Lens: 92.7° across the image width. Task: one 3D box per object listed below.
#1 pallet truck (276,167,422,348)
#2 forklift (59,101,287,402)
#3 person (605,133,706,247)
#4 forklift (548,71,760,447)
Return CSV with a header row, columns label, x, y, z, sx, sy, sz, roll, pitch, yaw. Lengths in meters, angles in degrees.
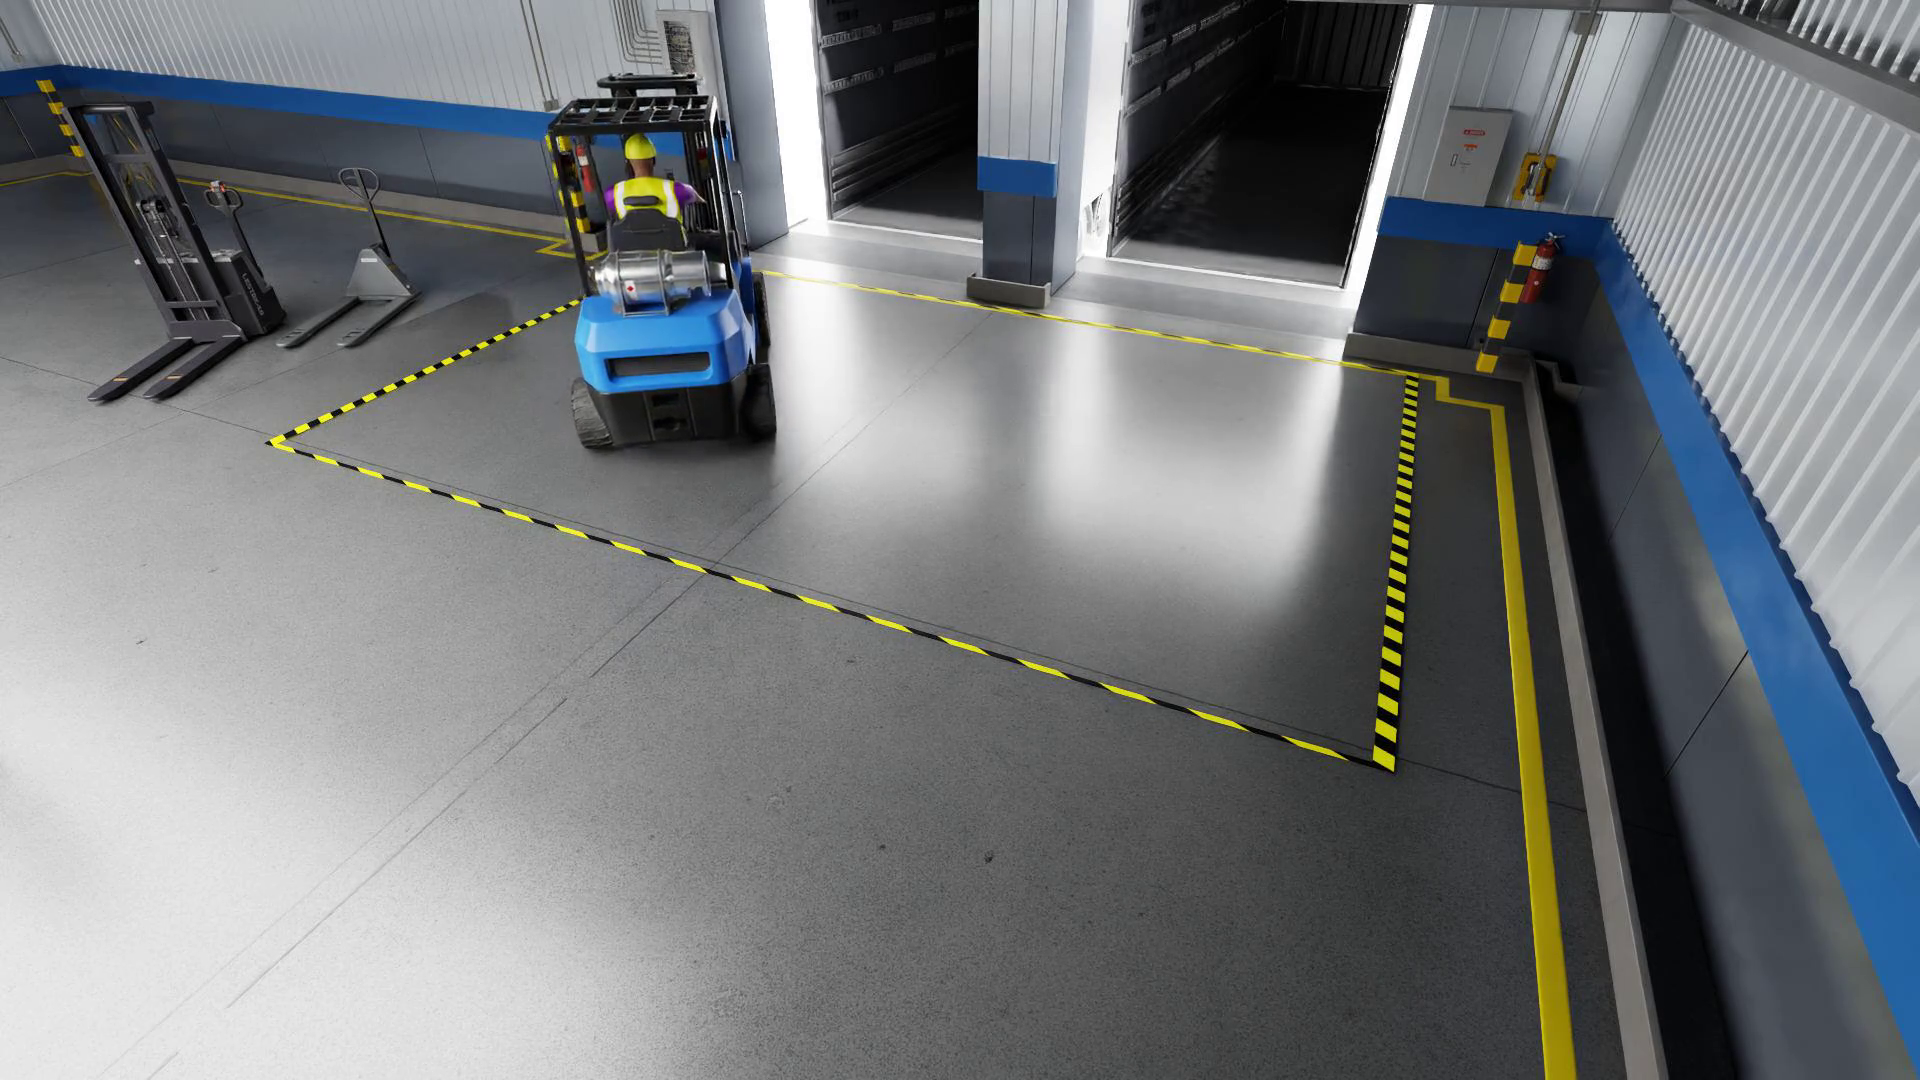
label,x,y,z,sx,sy,sz,roll,pitch,yaw
pallet truck,-5.732,-2.611,8.414,0.680,1.201,1.601,-1,35,-1
forklift,-6.686,-2.387,7.434,0.823,1.965,1.885,-3,35,-5
person,-2.209,-2.386,6.796,0.635,1.294,1.004,-6,35,-8
forklift,-2.206,-2.199,6.854,1.157,2.036,2.680,-6,35,-8
